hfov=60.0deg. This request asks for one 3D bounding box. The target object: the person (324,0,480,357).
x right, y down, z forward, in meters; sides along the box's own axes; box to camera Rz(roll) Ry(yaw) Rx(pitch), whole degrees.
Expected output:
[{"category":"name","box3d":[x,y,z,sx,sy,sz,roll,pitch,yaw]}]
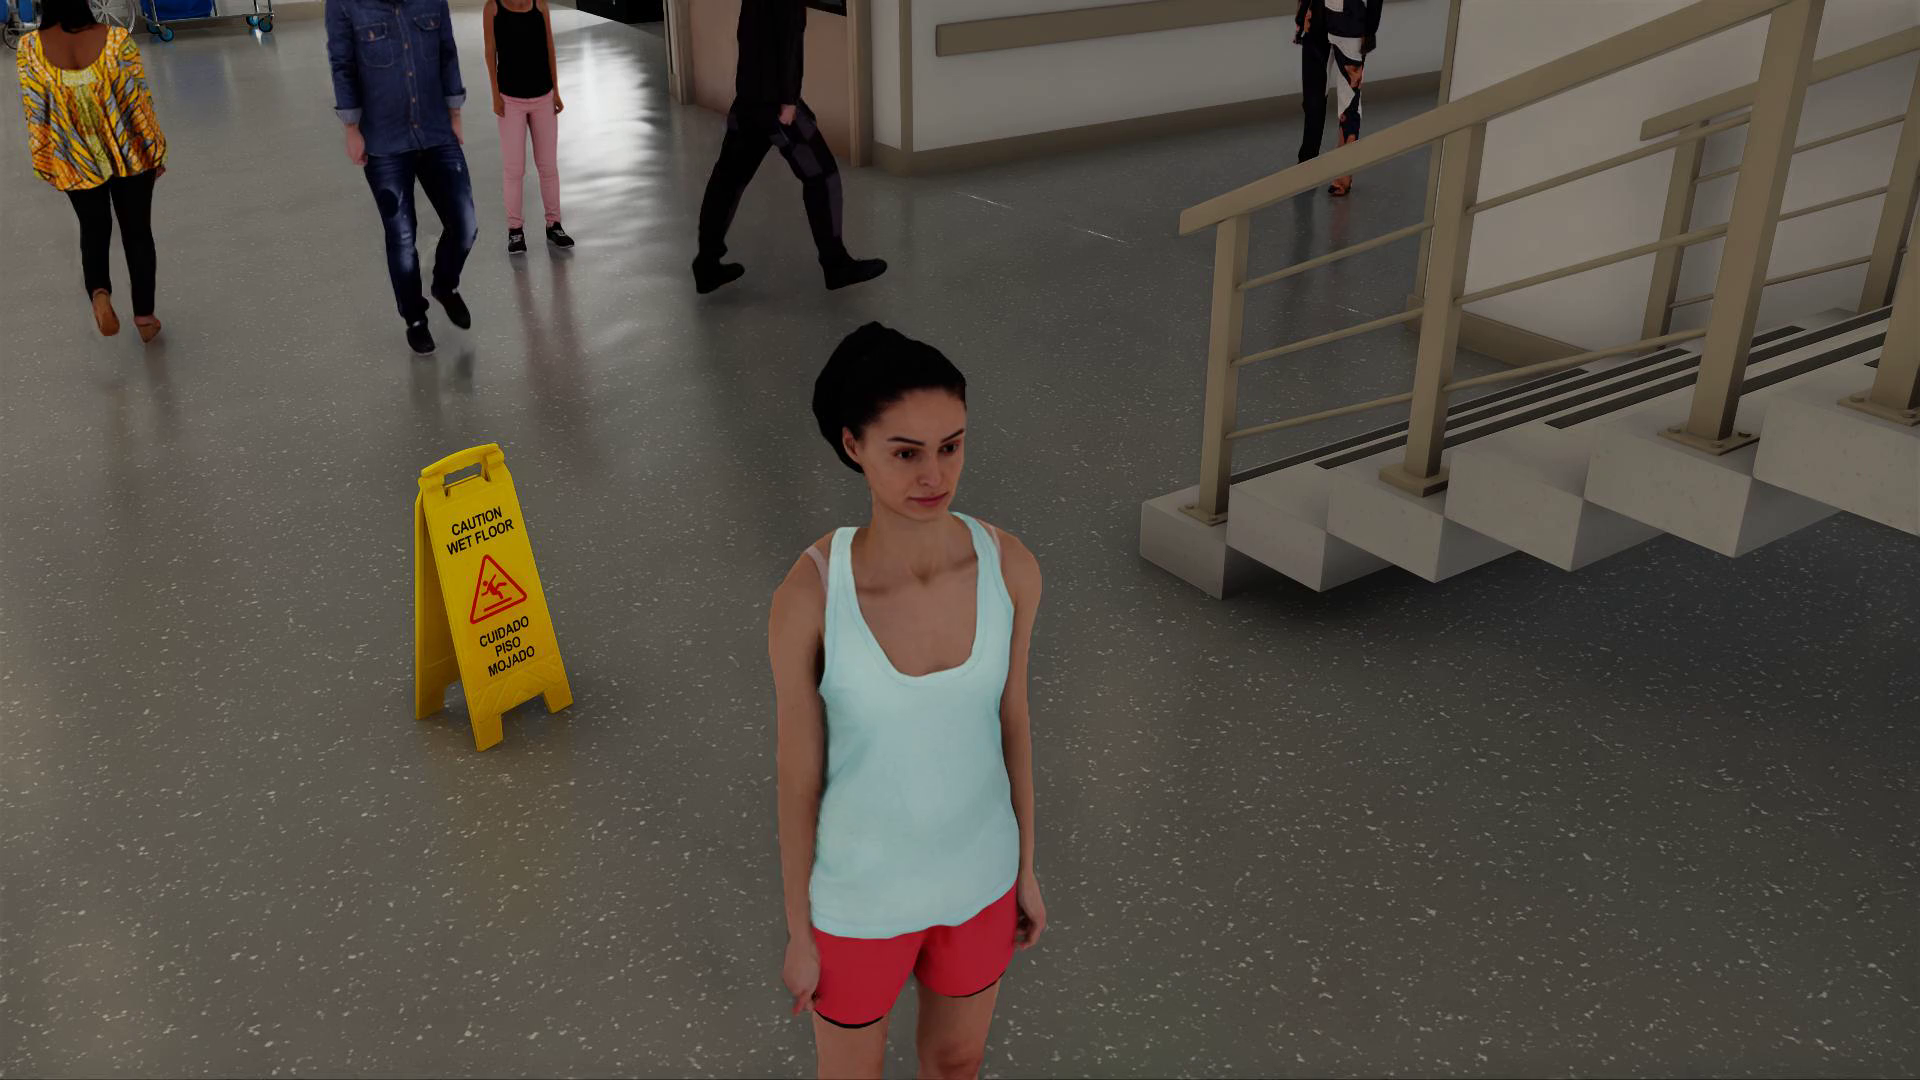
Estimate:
[{"category":"person","box3d":[-2.398,-1.722,7.168,0.731,1.809,0.660,-16,30,-29]}]

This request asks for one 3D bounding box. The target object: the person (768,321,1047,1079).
[{"category":"person","box3d":[-0.079,0.534,2.543,0.631,1.764,0.610,-10,28,-20]}]

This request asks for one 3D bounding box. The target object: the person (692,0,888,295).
[{"category":"person","box3d":[-0.944,-2.024,7.749,0.789,1.848,1.034,-19,32,-34]}]

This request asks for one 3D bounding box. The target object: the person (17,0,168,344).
[{"category":"person","box3d":[-3.680,-1.609,7.126,0.845,1.643,0.924,-7,27,-15]}]

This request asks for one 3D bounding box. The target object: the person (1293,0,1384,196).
[{"category":"person","box3d":[2.210,-2.996,9.718,0.605,1.890,0.801,22,33,37]}]

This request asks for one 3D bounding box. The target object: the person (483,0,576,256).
[{"category":"person","box3d":[-2.247,-2.277,8.600,0.560,1.564,0.546,-13,28,-24]}]
